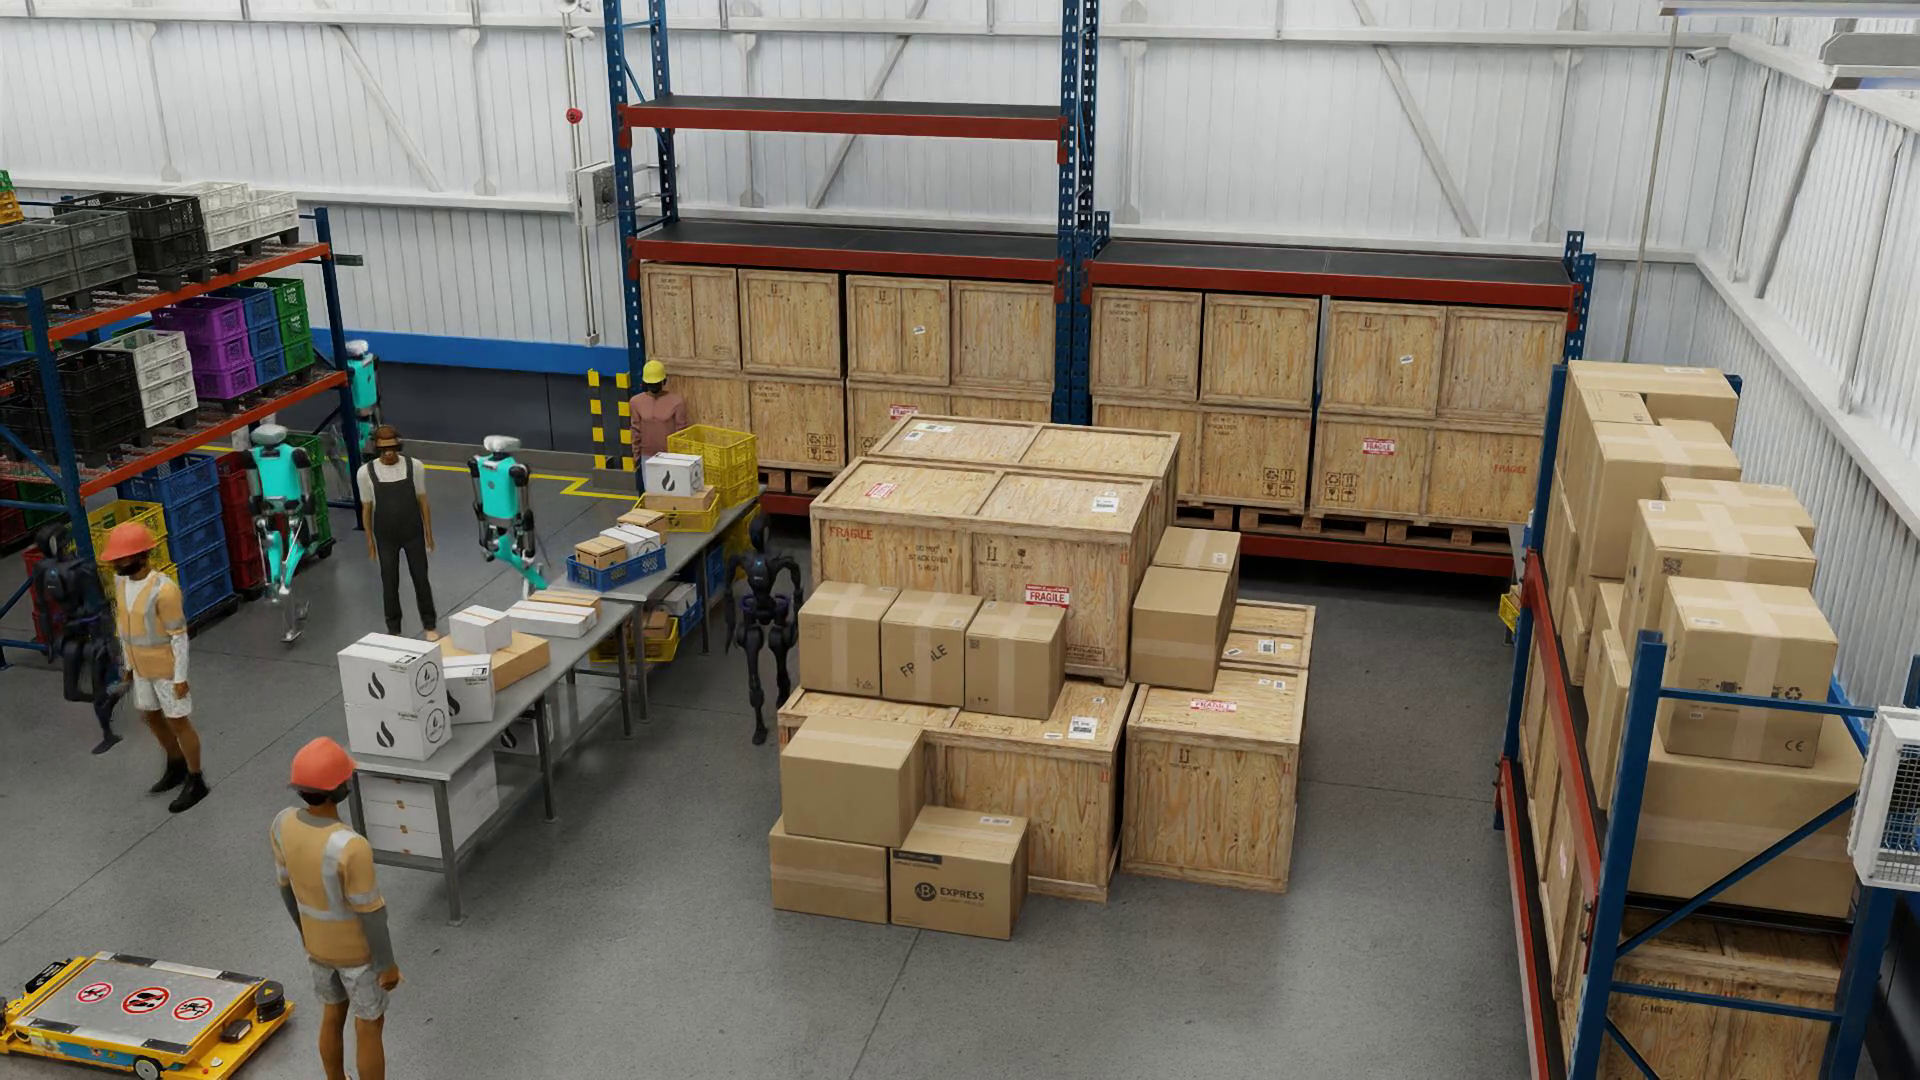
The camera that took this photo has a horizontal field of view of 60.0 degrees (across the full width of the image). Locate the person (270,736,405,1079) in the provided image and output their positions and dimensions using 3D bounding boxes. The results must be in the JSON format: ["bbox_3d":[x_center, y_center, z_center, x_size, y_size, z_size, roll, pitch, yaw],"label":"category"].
[{"bbox_3d":[-2.841,1.847,7.729,0.614,2.042,0.373,12,24,29],"label":"person"}]

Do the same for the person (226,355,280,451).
[{"bbox_3d":[-7.084,-1.432,16.611,0.430,1.833,0.619,19,28,41],"label":"person"}]

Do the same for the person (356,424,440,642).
[{"bbox_3d":[-4.360,-0.026,12.926,0.505,1.838,0.336,-10,23,-23],"label":"person"}]

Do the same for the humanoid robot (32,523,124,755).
[{"bbox_3d":[-5.976,0.639,11.409,0.609,1.645,0.420,4,21,11],"label":"humanoid robot"}]

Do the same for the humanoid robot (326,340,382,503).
[{"bbox_3d":[-5.798,-1.058,15.768,1.024,1.729,0.561,5,22,14],"label":"humanoid robot"}]

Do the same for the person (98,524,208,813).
[{"bbox_3d":[-5.129,0.800,10.641,0.561,1.930,0.466,11,23,26],"label":"person"}]

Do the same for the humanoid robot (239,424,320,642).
[{"bbox_3d":[-5.324,-0.008,12.976,0.555,1.736,0.944,1,21,3],"label":"humanoid robot"}]

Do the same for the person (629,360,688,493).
[{"bbox_3d":[-2.695,-0.765,14.960,0.522,1.760,0.336,1,21,1],"label":"person"}]

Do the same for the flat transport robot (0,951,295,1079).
[{"bbox_3d":[-4.270,2.464,8.601,1.431,0.231,0.659,5,22,13],"label":"flat transport robot"}]

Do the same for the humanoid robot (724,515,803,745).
[{"bbox_3d":[-1.356,0.558,11.656,0.593,1.637,0.693,0,21,1],"label":"humanoid robot"}]

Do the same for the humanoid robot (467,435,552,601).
[{"bbox_3d":[-3.417,0.021,13.006,0.543,1.856,0.665,10,23,24],"label":"humanoid robot"}]
